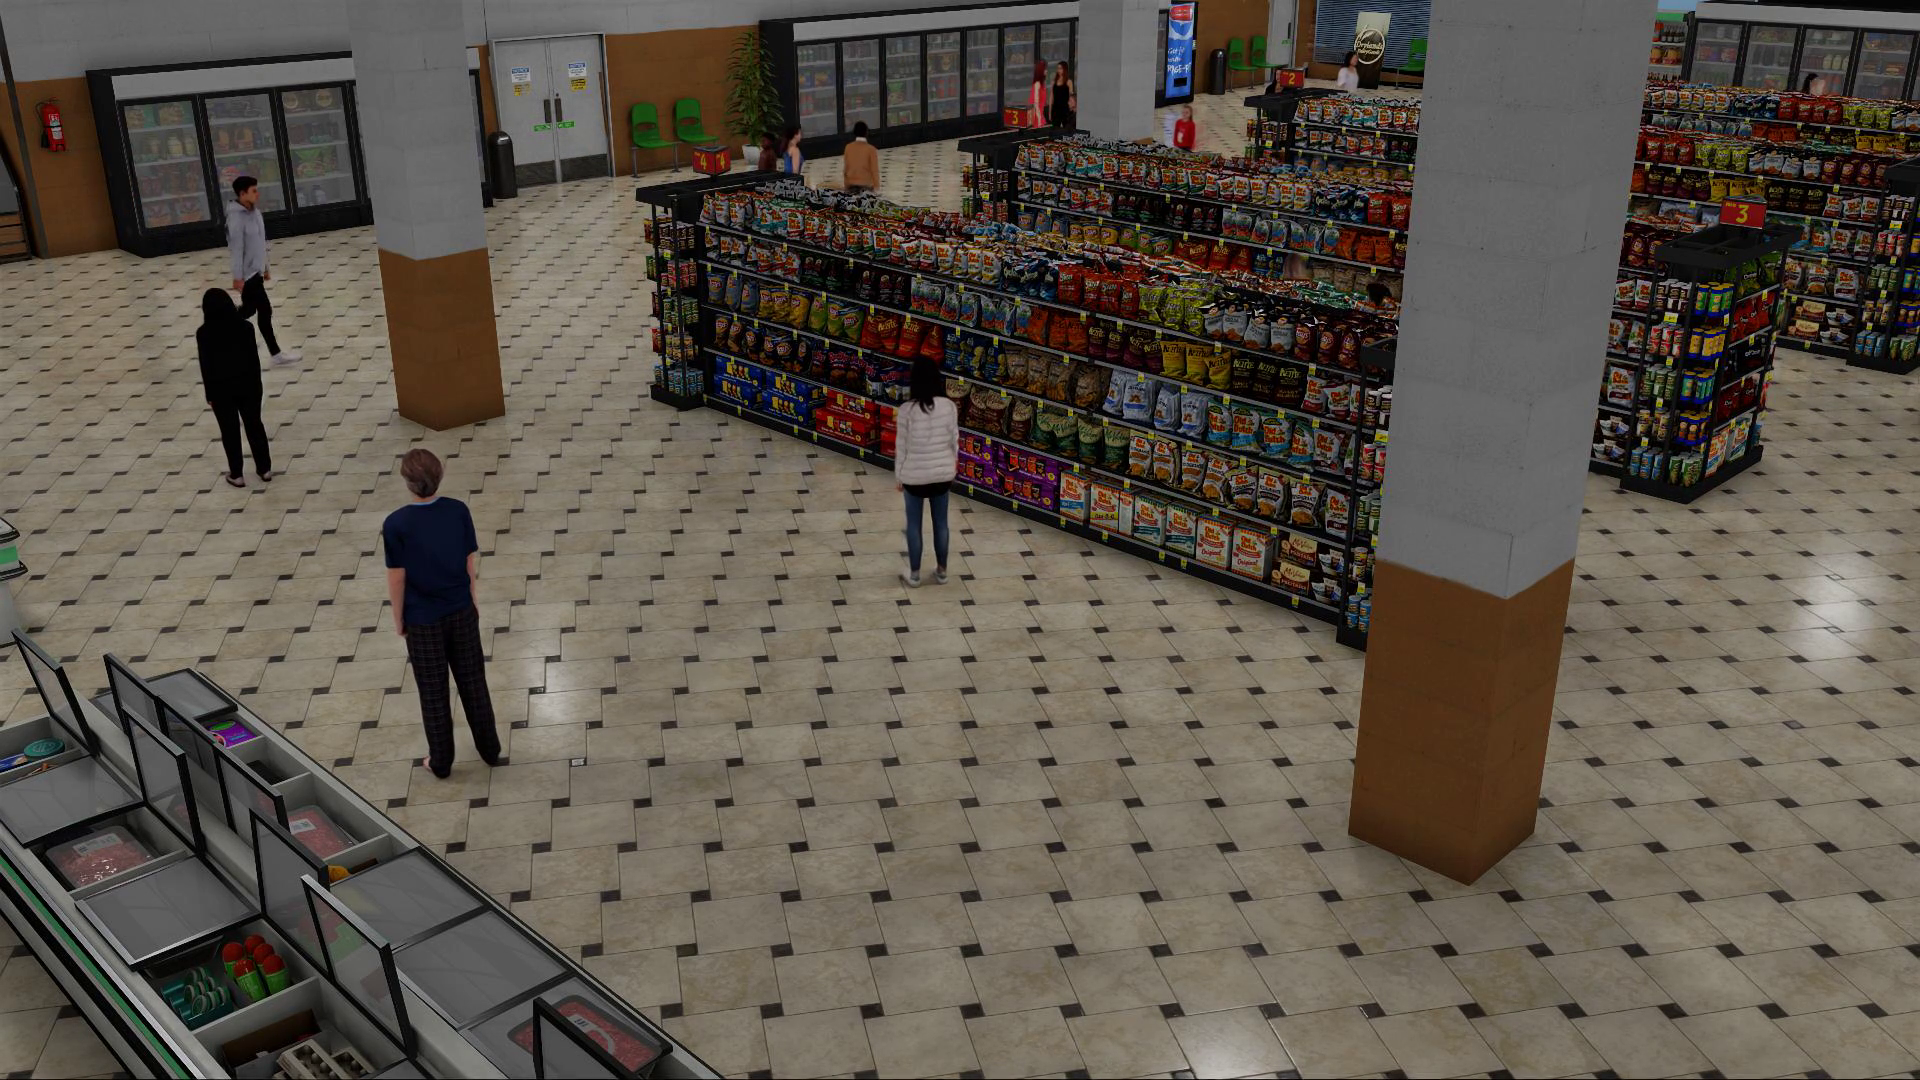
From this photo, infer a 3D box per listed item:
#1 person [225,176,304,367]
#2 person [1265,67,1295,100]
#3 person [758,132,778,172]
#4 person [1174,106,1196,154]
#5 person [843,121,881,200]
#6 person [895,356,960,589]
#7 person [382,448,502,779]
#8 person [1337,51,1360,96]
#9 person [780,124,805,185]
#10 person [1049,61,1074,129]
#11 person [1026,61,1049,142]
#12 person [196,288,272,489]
[{"bbox_3d":[-7.213,-2.663,16.620,1.319,1.884,1.236,2,22,4],"label":"person"},{"bbox_3d":[5.168,-6.797,27.078,0.650,1.757,0.792,10,24,24],"label":"person"},{"bbox_3d":[-2.714,-5.180,23.728,0.617,1.254,0.457,-14,26,-31],"label":"person"},{"bbox_3d":[3.554,-6.207,26.258,0.547,1.273,0.624,12,25,28],"label":"person"},{"bbox_3d":[-1.304,-4.425,21.219,1.148,1.723,0.869,14,26,32],"label":"person"},{"bbox_3d":[-0.225,-0.468,11.489,0.696,1.636,0.701,-7,23,-16],"label":"person"},{"bbox_3d":[-2.818,0.396,9.024,0.684,1.870,0.582,-15,26,-33],"label":"person"},{"bbox_3d":[6.958,-8.071,30.400,1.026,1.643,0.696,18,28,37],"label":"person"},{"bbox_3d":[-2.291,-4.655,22.002,0.818,1.566,1.056,-12,25,-27],"label":"person"},{"bbox_3d":[1.734,-7.232,28.203,0.525,1.725,0.682,13,25,29],"label":"person"},{"bbox_3d":[1.173,-6.987,27.498,0.845,1.796,0.786,4,22,10],"label":"person"},{"bbox_3d":[-5.861,-1.236,13.428,0.617,1.615,0.622,19,29,39],"label":"person"}]
